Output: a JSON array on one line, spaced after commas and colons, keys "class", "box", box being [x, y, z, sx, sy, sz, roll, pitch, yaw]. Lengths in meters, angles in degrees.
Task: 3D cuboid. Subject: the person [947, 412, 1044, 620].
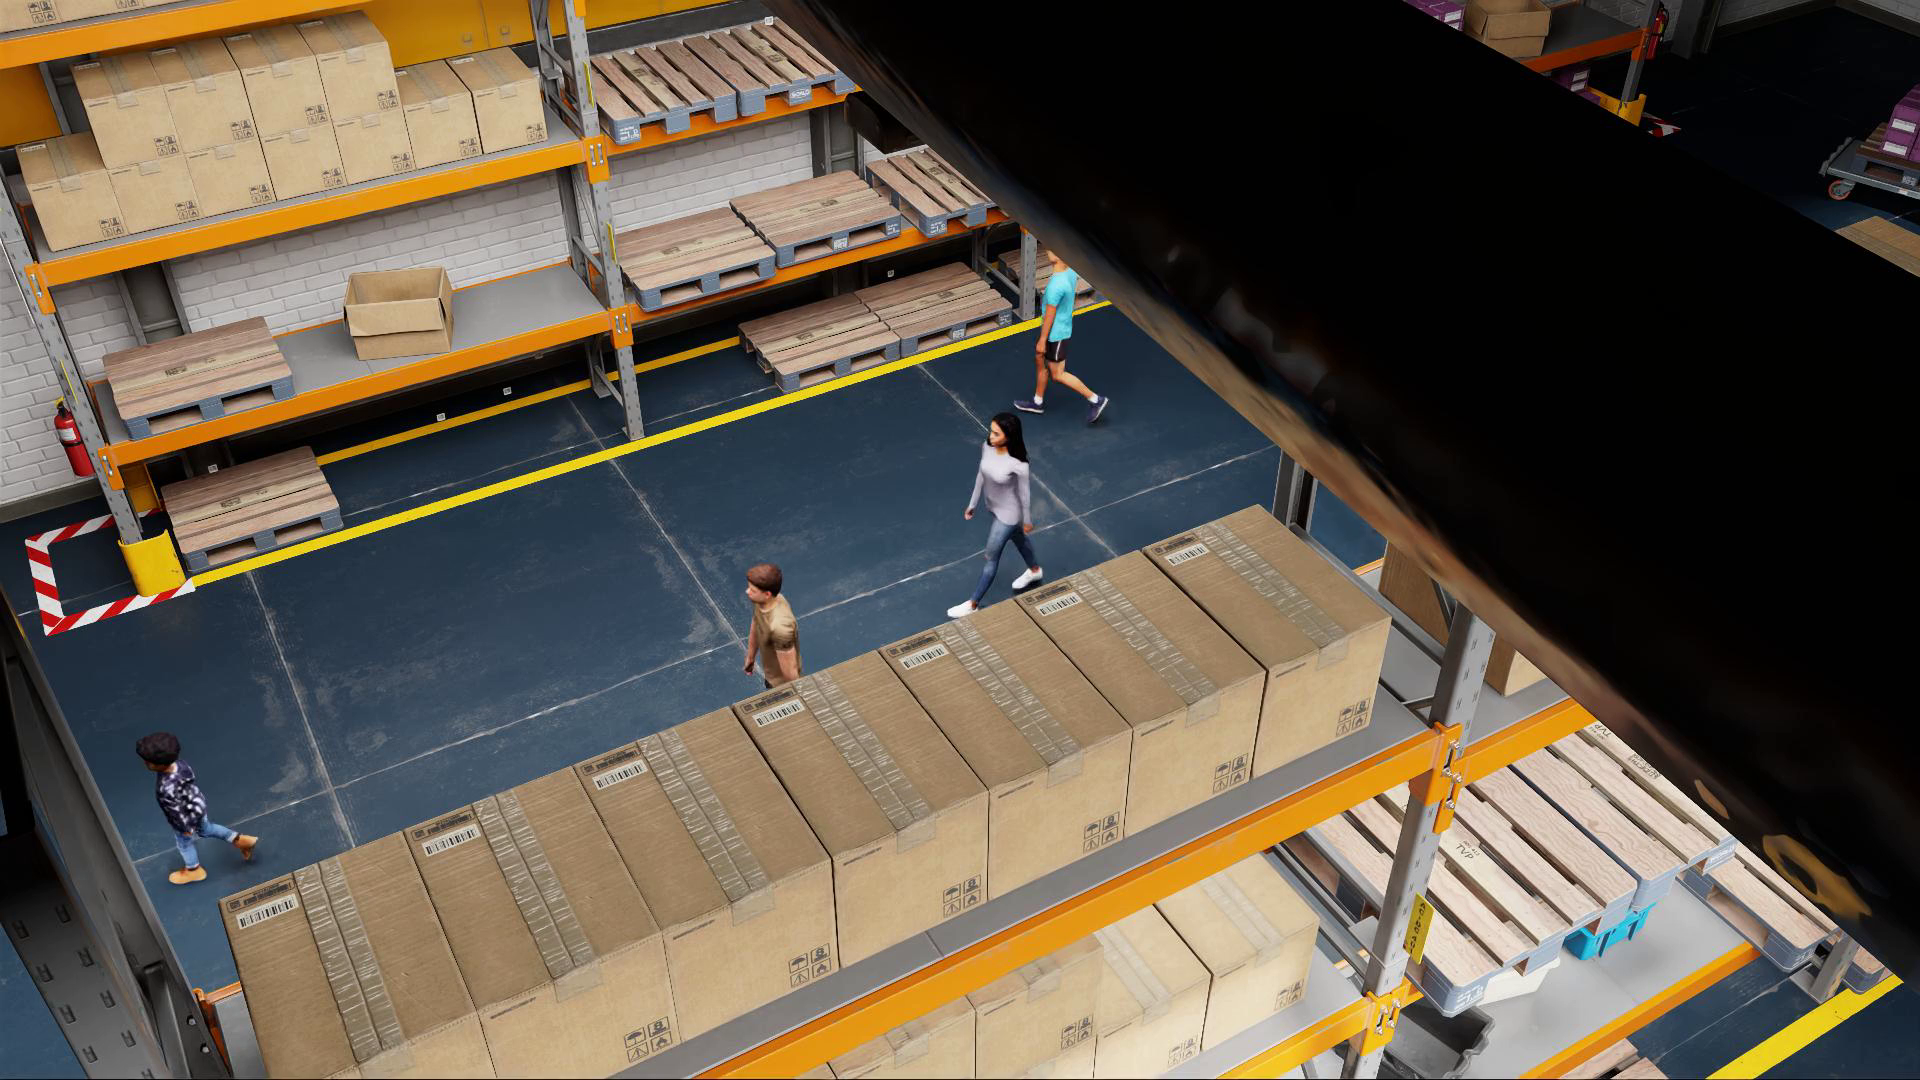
[{"class": "person", "box": [0.406, -0.238, 12.290, 1.159, 1.686, 0.654, -22, 44, -25]}]

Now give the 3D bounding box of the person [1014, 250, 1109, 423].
[{"class": "person", "box": [0.904, -1.746, 14.126, 1.142, 1.750, 1.032, 7, 39, 8]}]

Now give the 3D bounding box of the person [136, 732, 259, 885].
[{"class": "person", "box": [-4.745, 1.642, 10.297, 0.853, 1.234, 0.641, -8, 39, -10]}]

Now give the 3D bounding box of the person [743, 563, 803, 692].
[{"class": "person", "box": [-1.064, 0.873, 10.806, 1.248, 1.802, 0.842, -12, 40, -15]}]
